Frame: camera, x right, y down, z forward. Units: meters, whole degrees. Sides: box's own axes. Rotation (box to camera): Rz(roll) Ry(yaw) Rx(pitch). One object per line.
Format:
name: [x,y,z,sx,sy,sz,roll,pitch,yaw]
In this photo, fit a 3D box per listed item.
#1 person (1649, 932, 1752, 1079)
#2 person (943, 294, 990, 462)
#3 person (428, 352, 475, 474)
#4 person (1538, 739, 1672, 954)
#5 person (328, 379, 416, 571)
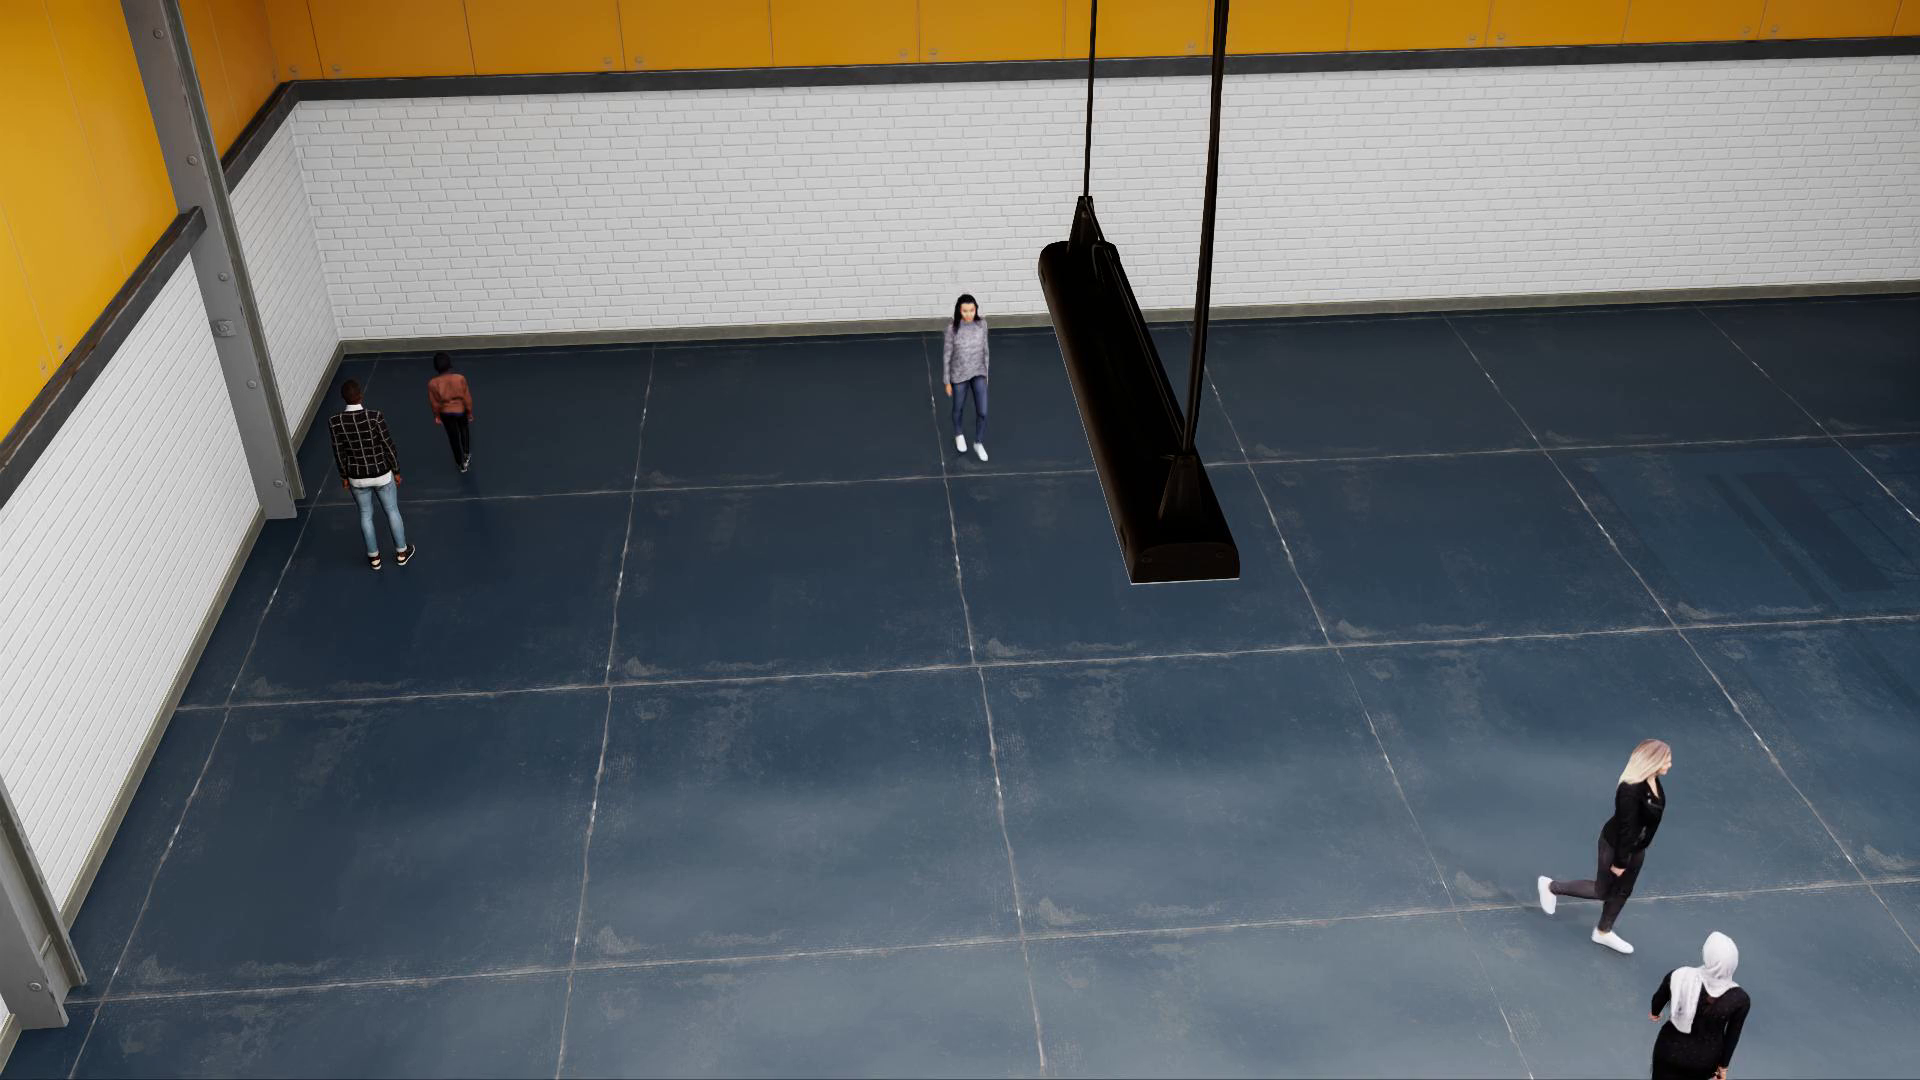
person: [4.028,2.926,9.263,0.834,1.754,0.945,16,37,22]
person: [0.050,-1.642,16.174,0.706,1.711,0.806,-8,34,-12]
person: [-4.853,-1.204,15.933,0.616,1.248,0.657,-14,36,-20]
person: [4.205,1.951,10.808,1.012,1.666,0.962,26,41,33]
person: [-5.138,-0.571,14.463,0.693,1.821,0.607,-8,34,-12]
